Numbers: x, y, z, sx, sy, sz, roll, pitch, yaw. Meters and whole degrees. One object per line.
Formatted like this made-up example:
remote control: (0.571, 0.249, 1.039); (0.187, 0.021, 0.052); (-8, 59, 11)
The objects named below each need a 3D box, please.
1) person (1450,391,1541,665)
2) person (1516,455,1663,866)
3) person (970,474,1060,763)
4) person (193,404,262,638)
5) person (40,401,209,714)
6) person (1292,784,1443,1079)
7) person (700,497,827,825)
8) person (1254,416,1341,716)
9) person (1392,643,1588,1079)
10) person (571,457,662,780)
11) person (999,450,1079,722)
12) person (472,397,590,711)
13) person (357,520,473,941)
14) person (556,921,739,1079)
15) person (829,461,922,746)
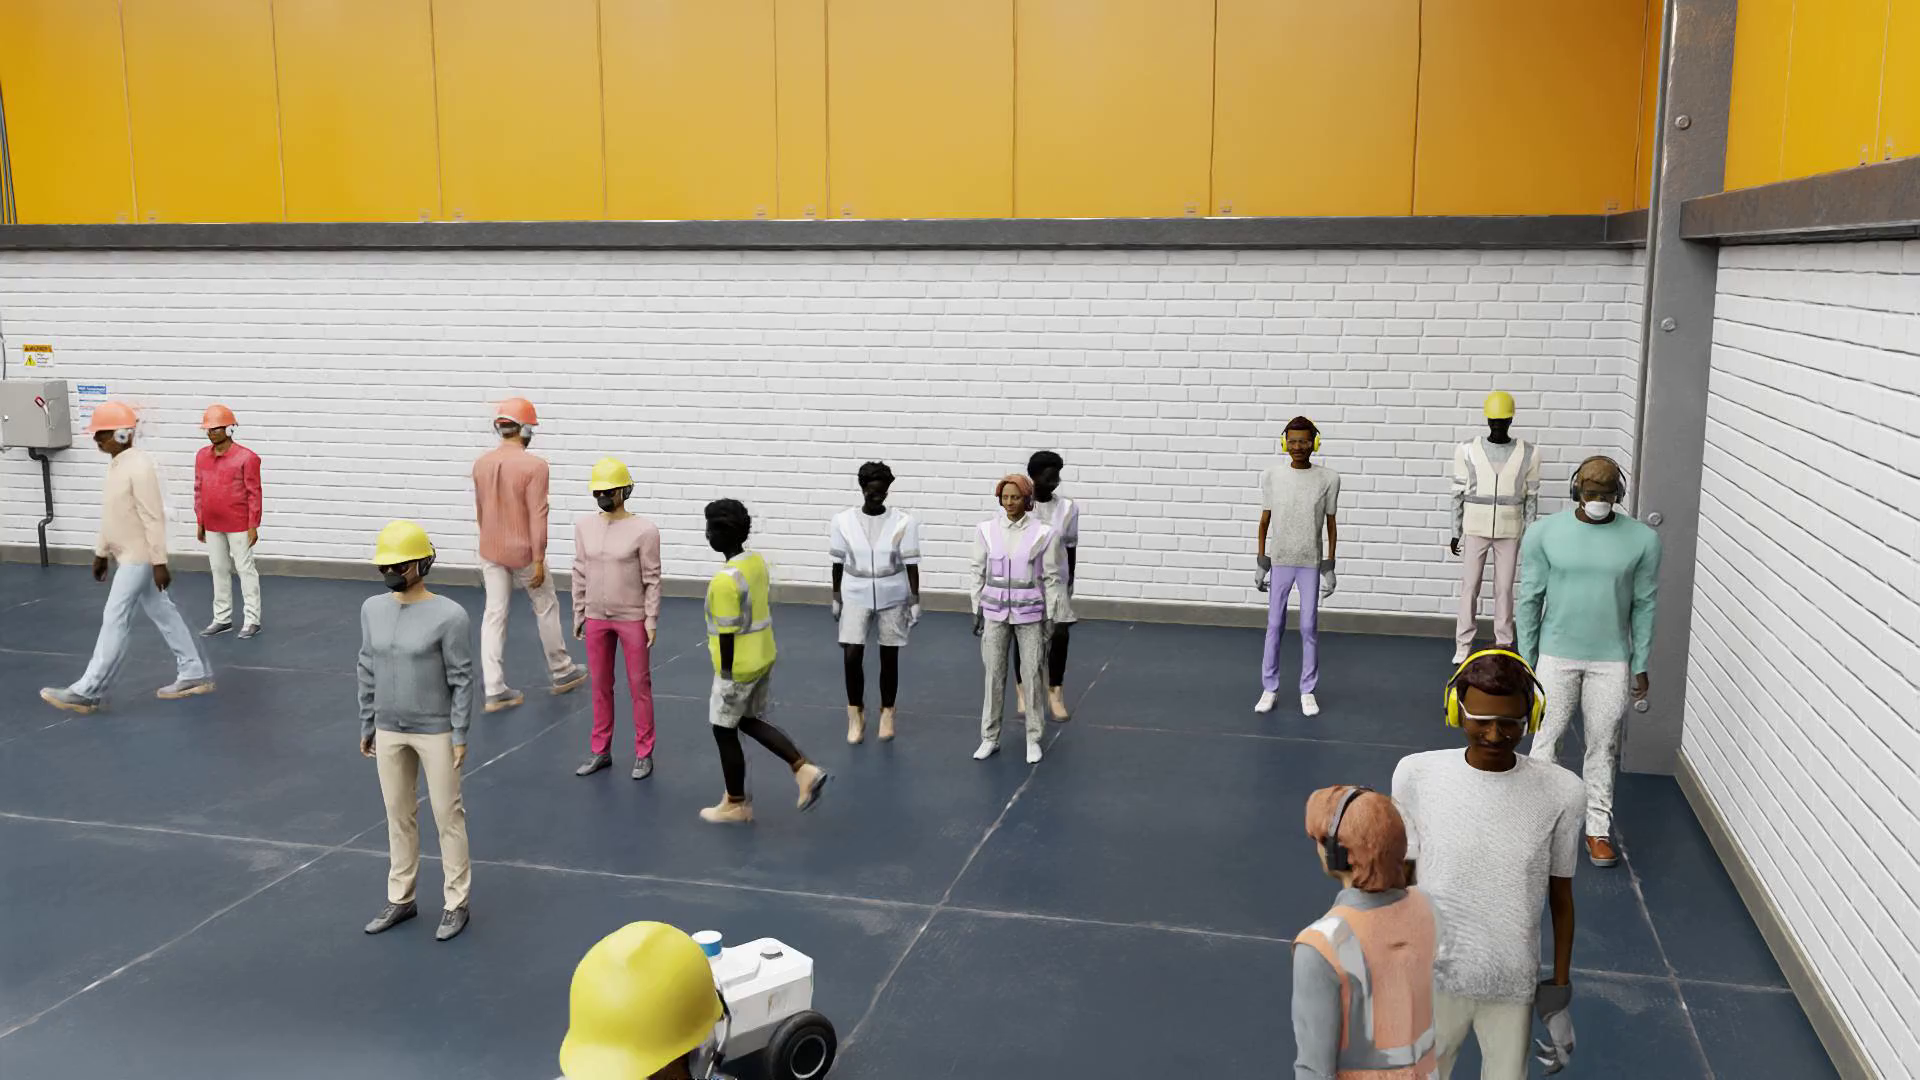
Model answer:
person: (3.697, -0.072, 11.532); (0.585, 1.927, 0.366); (2, 10, 14)
person: (2.922, 0.561, 7.784); (0.629, 1.936, 0.373); (2, 10, 14)
person: (0.305, 0.438, 9.373); (0.510, 1.640, 0.308); (2, 10, 14)
person: (-5.487, -0.140, 12.440); (0.559, 1.752, 0.326); (2, 10, 14)
person: (-5.292, 0.101, 10.457); (1.024, 1.936, 0.657); (-7, 12, -37)
person: (0.901, 1.369, 3.938); (0.506, 1.616, 0.580); (-6, 12, -34)
person: (-1.012, 0.616, 8.187); (0.570, 1.676, 0.545); (3, 10, 16)
person: (2.085, 0.161, 10.331); (0.508, 1.872, 0.329); (2, 10, 14)
person: (1.339, 1.183, 4.334); (0.508, 1.865, 0.329); (2, 10, 14)
person: (-1.875, 0.428, 9.064); (0.522, 1.768, 0.311); (2, 10, 14)
person: (0.479, 0.285, 10.159); (0.543, 1.675, 0.587); (-1, 10, -7)
person: (-2.779, 0.066, 10.642); (0.633, 1.943, 0.974); (4, 11, 23)
person: (-2.273, 0.790, 6.930); (0.522, 1.768, 0.311); (2, 10, 14)
person: (-0.486, 1.481, 2.697); (0.601, 1.825, 0.404); (2, 10, 13)
person: (-0.493, 0.370, 9.665); (0.542, 1.669, 0.482); (0, 10, 0)
